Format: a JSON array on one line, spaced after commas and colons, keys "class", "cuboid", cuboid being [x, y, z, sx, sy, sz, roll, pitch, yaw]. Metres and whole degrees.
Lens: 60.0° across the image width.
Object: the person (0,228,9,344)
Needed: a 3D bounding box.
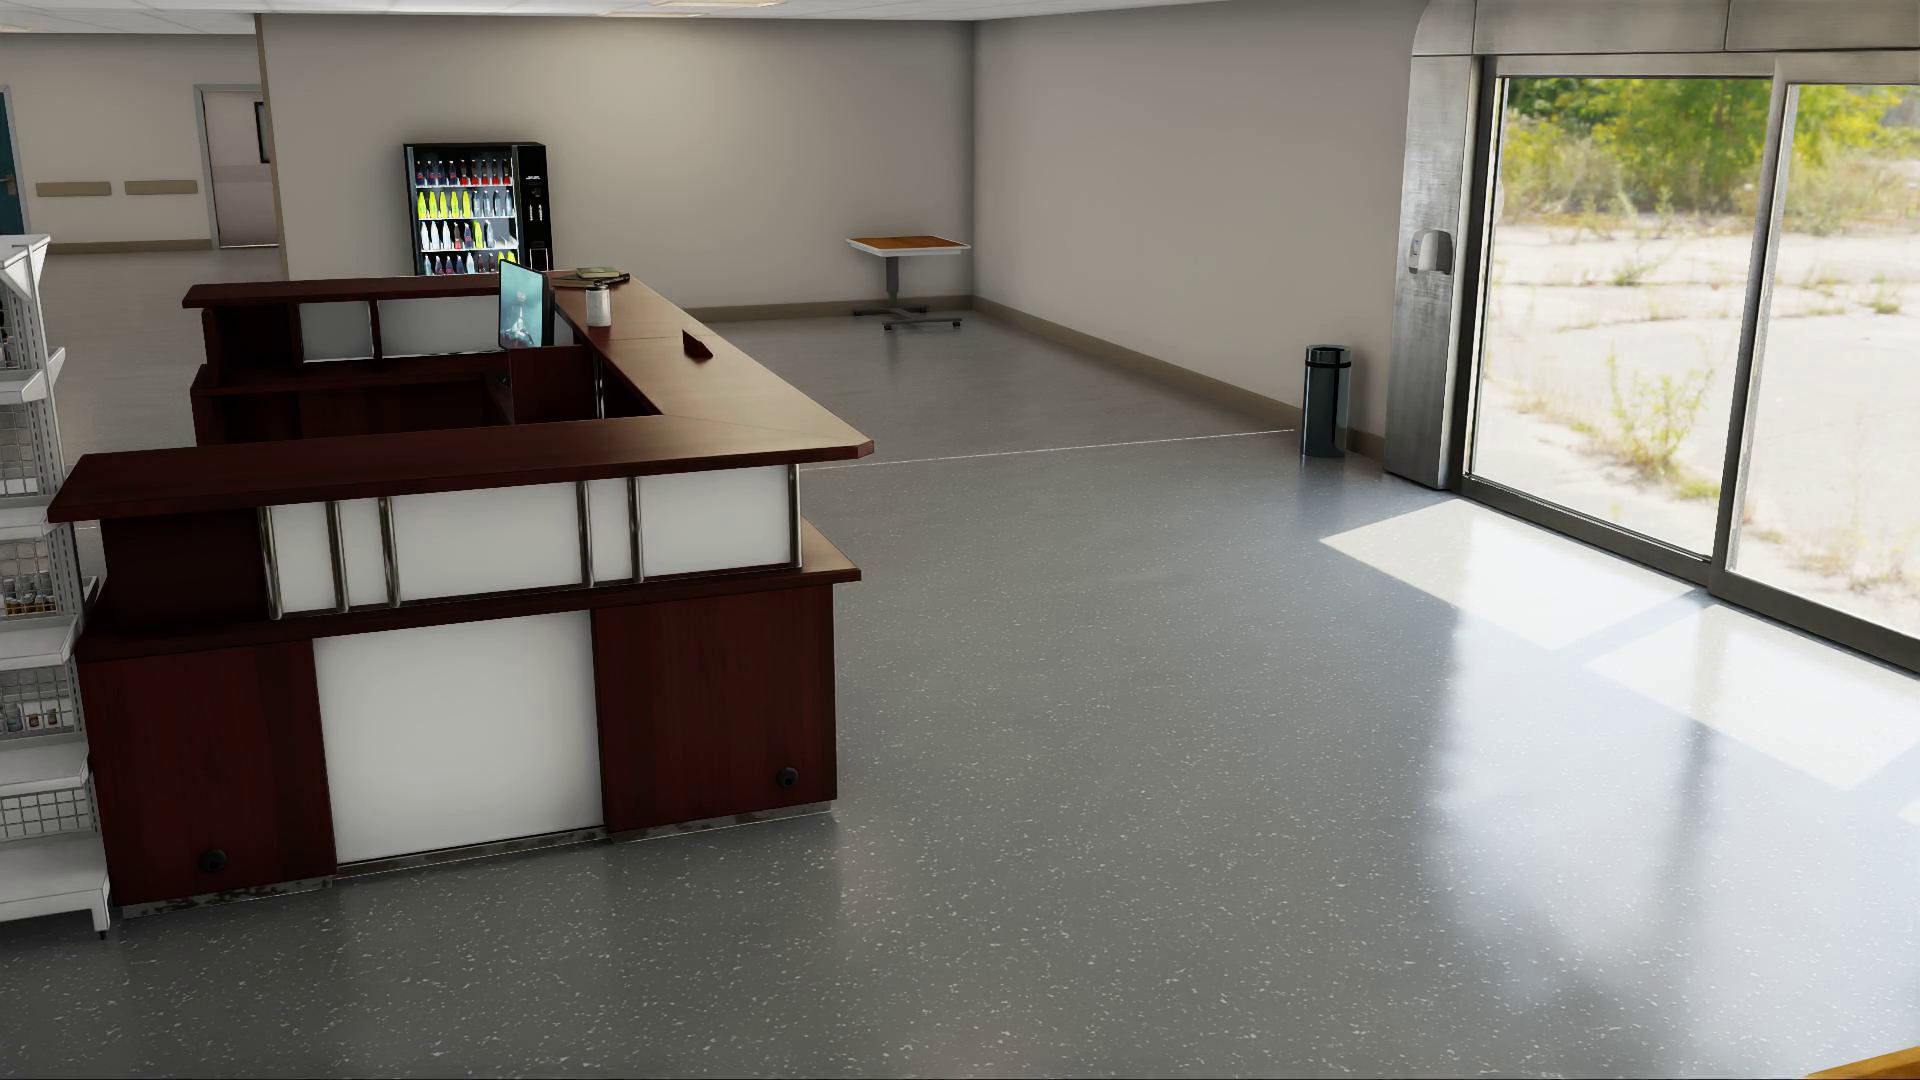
[{"class": "person", "cuboid": [-9.172, -2.622, 15.508, 0.796, 1.597, 0.856, 7, 17, 23]}]
